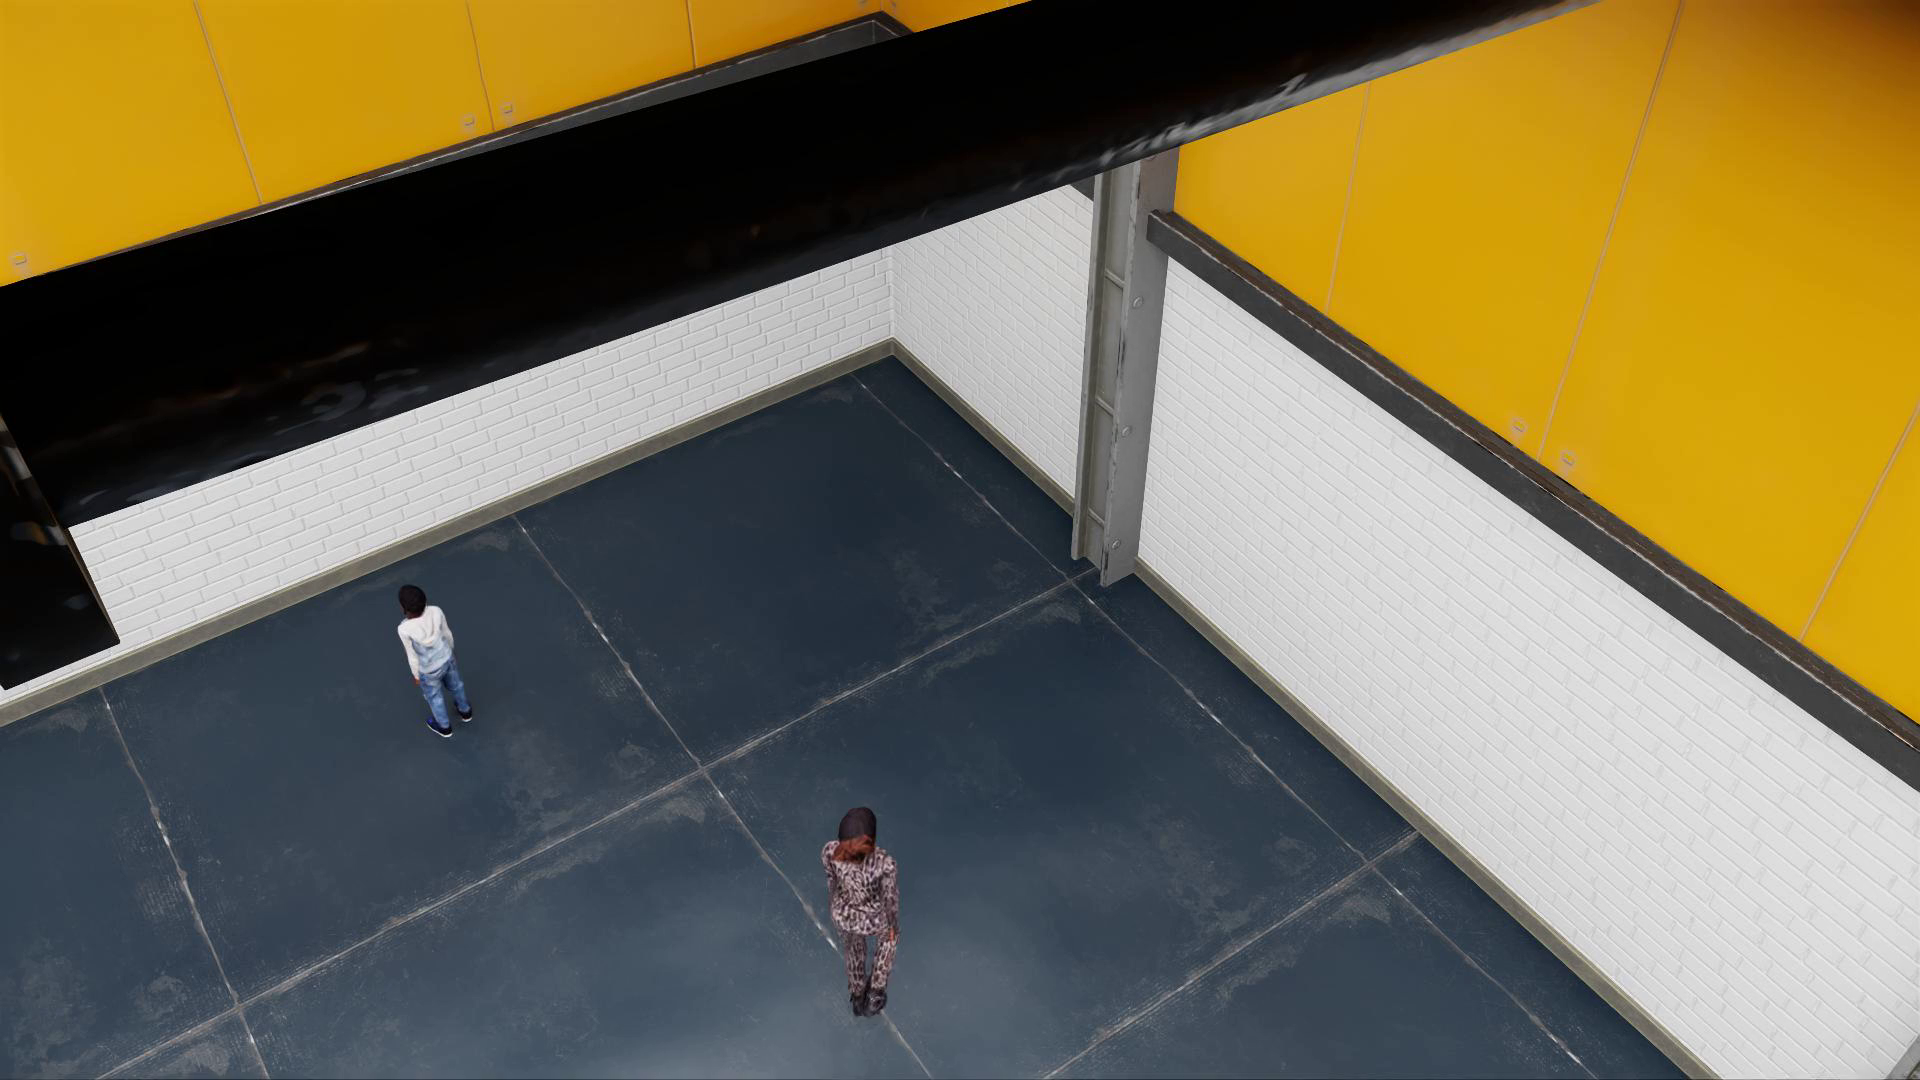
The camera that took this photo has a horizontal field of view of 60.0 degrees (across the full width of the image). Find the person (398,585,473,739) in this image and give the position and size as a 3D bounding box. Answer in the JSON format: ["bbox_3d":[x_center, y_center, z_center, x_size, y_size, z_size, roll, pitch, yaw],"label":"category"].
[{"bbox_3d":[-3.363,0.756,10.587,0.540,1.260,0.524,32,52,29],"label":"person"}]

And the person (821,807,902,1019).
[{"bbox_3d":[-0.547,2.069,8.888,0.733,1.702,0.793,8,44,8],"label":"person"}]
